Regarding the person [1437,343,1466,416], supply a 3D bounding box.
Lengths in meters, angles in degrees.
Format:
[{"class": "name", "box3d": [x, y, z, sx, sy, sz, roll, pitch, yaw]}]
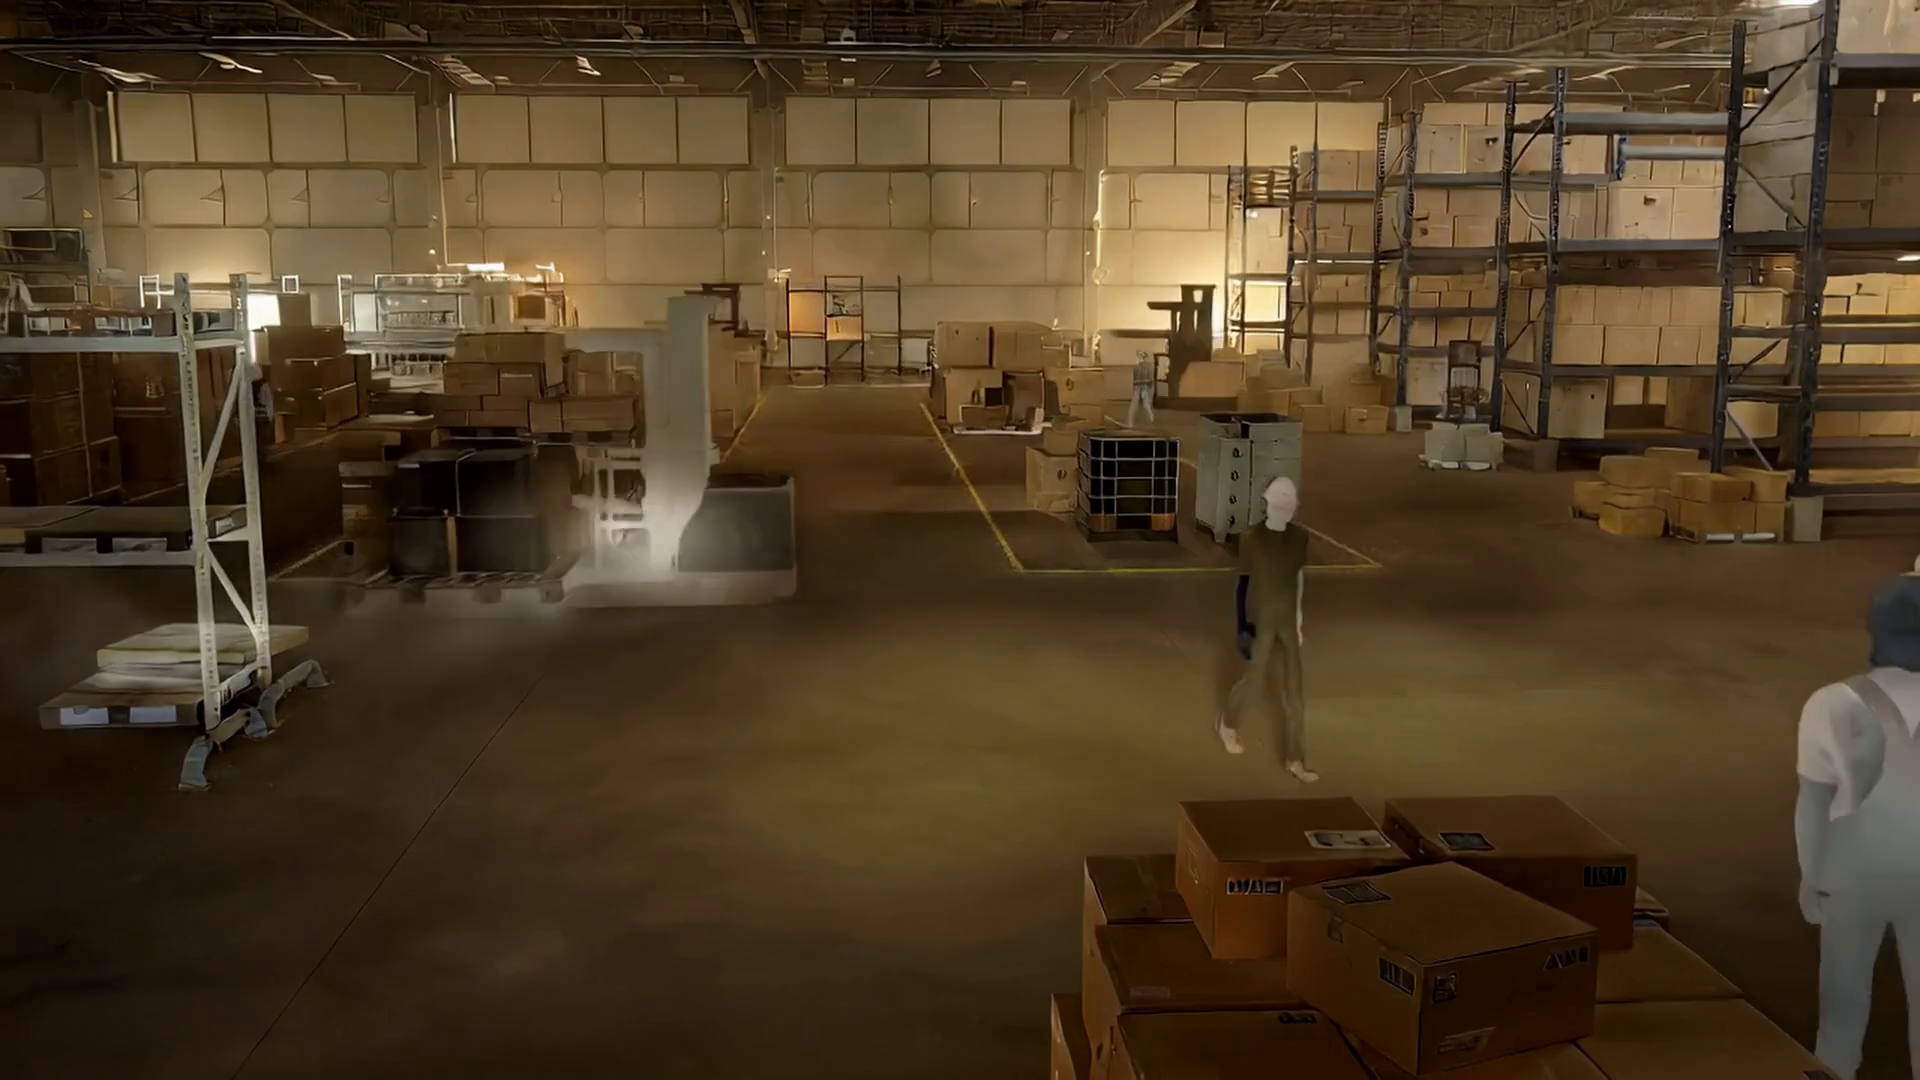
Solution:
[{"class": "person", "box3d": [9.004, -2.746, 30.684, 0.832, 1.793, 0.745, 5, 10, 29]}]

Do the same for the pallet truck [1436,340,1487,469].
[{"class": "pallet truck", "box3d": [8.004, -2.170, 26.422, 0.823, 1.965, 1.885, 2, 9, 14]}]

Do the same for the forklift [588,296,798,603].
[{"class": "forklift", "box3d": [-2.490, -0.880, 15.554, 1.873, 2.768, 1.129, -1, 9, -4]}]

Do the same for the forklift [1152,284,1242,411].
[{"class": "forklift", "box3d": [5.328, -4.353, 37.365, 1.873, 2.768, 1.129, 8, 12, 40]}]

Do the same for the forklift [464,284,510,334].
[{"class": "forklift", "box3d": [-10.261, -4.176, 36.254, 1.129, 2.768, 1.873, 2, 9, 11]}]

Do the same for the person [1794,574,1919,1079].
[{"class": "person", "box3d": [3.223, 1.108, 5.703, 0.683, 2.000, 0.882, 4, 10, 24]}]

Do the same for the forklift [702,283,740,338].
[{"class": "forklift", "box3d": [-6.085, -5.194, 42.641, 1.129, 2.768, 1.873, 3, 10, 21]}]

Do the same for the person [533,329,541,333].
[{"class": "person", "box3d": [-8.546, -3.307, 33.765, 0.652, 1.928, 0.434, 1, 9, 5]}]

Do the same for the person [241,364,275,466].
[{"class": "person", "box3d": [-11.148, -1.983, 26.441, 0.512, 1.619, 0.511, -1, 9, -5]}]

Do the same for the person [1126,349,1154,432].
[{"class": "person", "box3d": [3.484, -2.872, 32.046, 0.520, 1.604, 0.756, 9, 12, 43]}]

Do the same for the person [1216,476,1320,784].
[{"class": "person", "box3d": [1.891, 0.497, 10.213, 0.542, 1.826, 0.970, -3, 10, -20]}]
